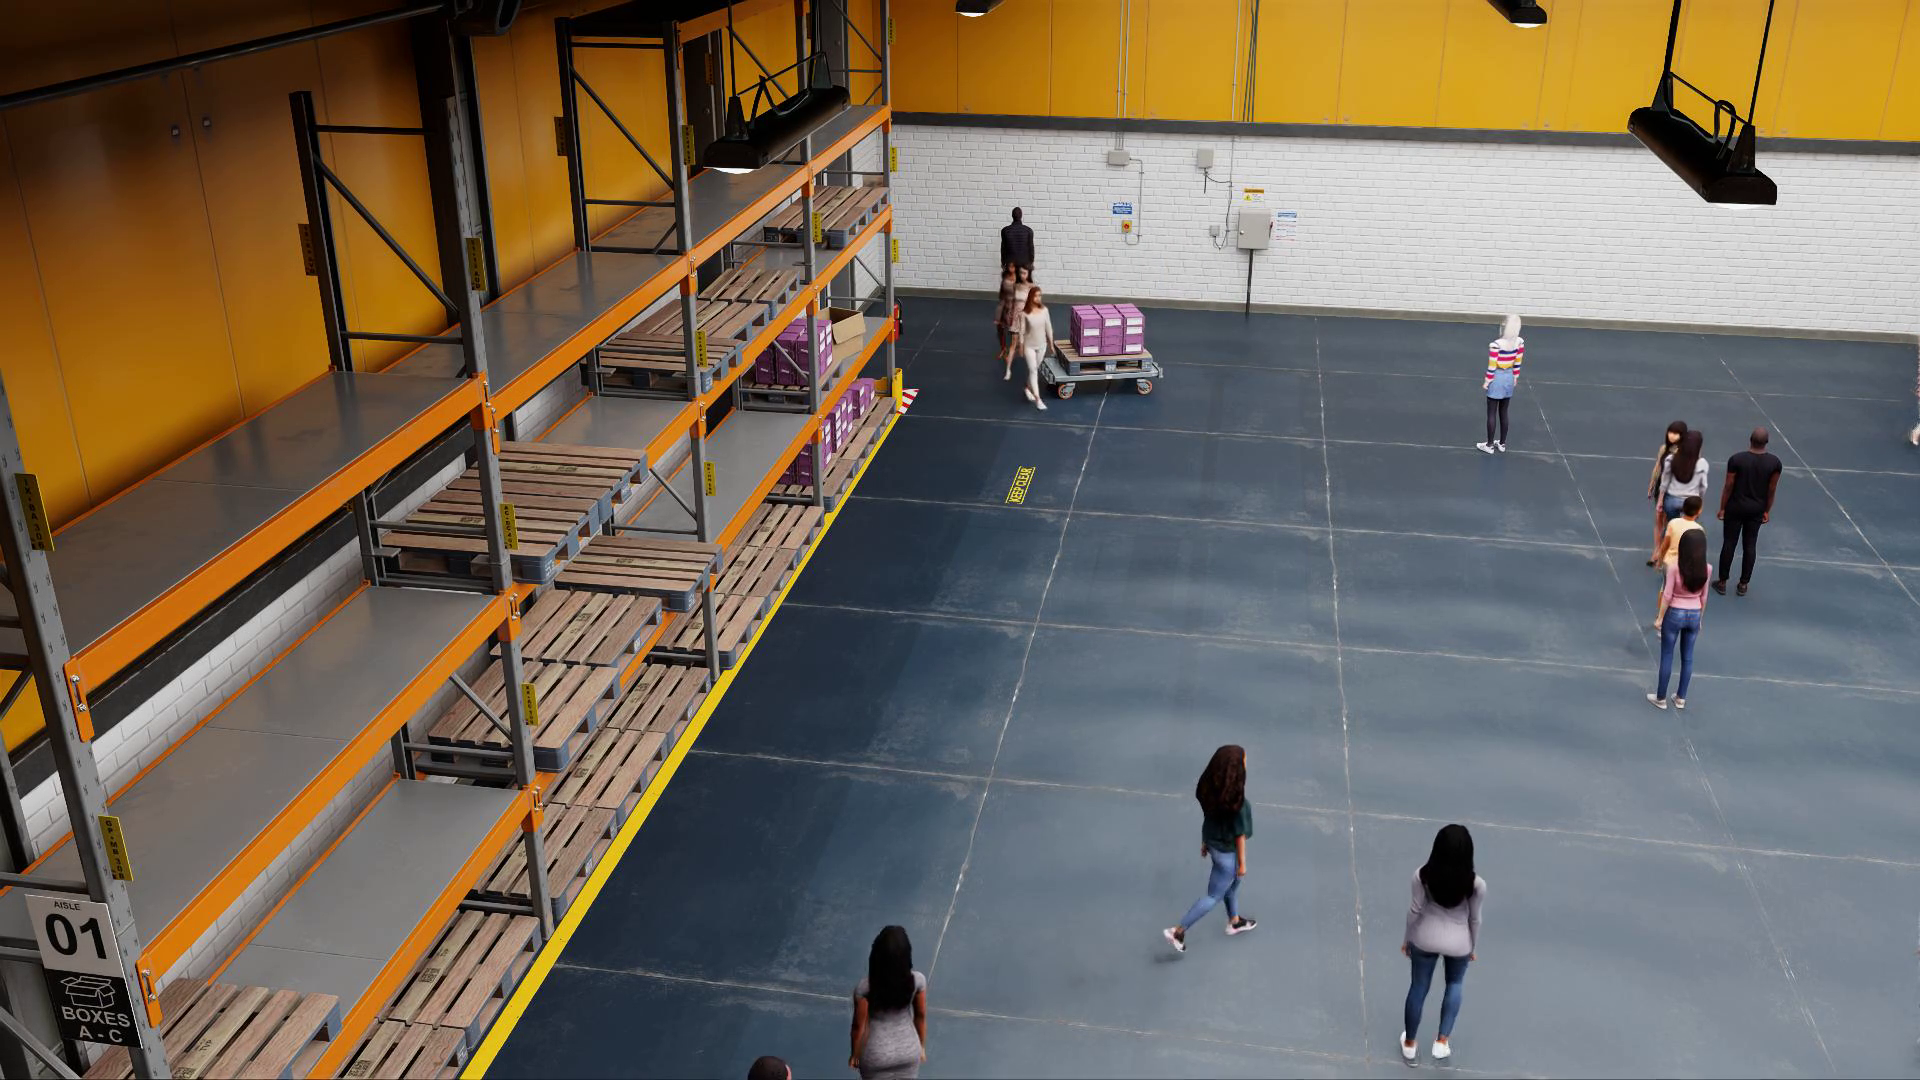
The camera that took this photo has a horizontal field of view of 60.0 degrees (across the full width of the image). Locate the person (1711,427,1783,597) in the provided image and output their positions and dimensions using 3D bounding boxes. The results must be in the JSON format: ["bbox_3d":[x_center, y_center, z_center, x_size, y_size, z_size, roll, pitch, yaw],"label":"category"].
[{"bbox_3d":[8.115,-0.303,17.194,0.673,1.819,0.552,5,24,12],"label":"person"}]

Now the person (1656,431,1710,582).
[{"bbox_3d":[7.594,-0.322,17.532,0.868,1.582,1.163,13,27,28],"label":"person"}]

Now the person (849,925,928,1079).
[{"bbox_3d":[-0.412,3.005,9.676,0.675,1.778,0.655,-8,25,-17],"label":"person"}]

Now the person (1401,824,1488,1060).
[{"bbox_3d":[3.078,2.621,10.618,0.658,1.728,0.653,6,24,13],"label":"person"}]

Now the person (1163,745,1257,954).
[{"bbox_3d":[1.793,2.203,11.742,1.002,1.594,1.062,-9,25,-20],"label":"person"}]

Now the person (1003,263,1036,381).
[{"bbox_3d":[0.980,-3.126,23.818,0.822,1.686,1.095,16,28,33],"label":"person"}]

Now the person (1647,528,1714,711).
[{"bbox_3d":[6.498,0.707,14.977,0.597,1.742,0.554,0,24,0],"label":"person"}]

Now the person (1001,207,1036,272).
[{"bbox_3d":[0.914,-4.408,26.562,0.685,1.836,0.549,4,24,9],"label":"person"}]

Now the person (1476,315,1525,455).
[{"bbox_3d":[6.858,-1.990,21.070,0.724,1.805,0.703,-8,25,-18],"label":"person"}]

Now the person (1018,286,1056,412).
[{"bbox_3d":[0.990,-2.649,22.751,1.004,1.665,1.173,-11,26,-23],"label":"person"}]

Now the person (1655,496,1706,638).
[{"bbox_3d":[7.018,0.280,16.323,0.736,1.448,0.818,21,31,39],"label":"person"}]

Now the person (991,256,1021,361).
[{"bbox_3d":[0.821,-3.447,24.642,0.805,1.613,0.840,20,30,38],"label":"person"}]

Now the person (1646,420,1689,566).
[{"bbox_3d":[7.682,-0.513,17.899,0.806,1.638,0.746,-17,29,-33],"label":"person"}]
